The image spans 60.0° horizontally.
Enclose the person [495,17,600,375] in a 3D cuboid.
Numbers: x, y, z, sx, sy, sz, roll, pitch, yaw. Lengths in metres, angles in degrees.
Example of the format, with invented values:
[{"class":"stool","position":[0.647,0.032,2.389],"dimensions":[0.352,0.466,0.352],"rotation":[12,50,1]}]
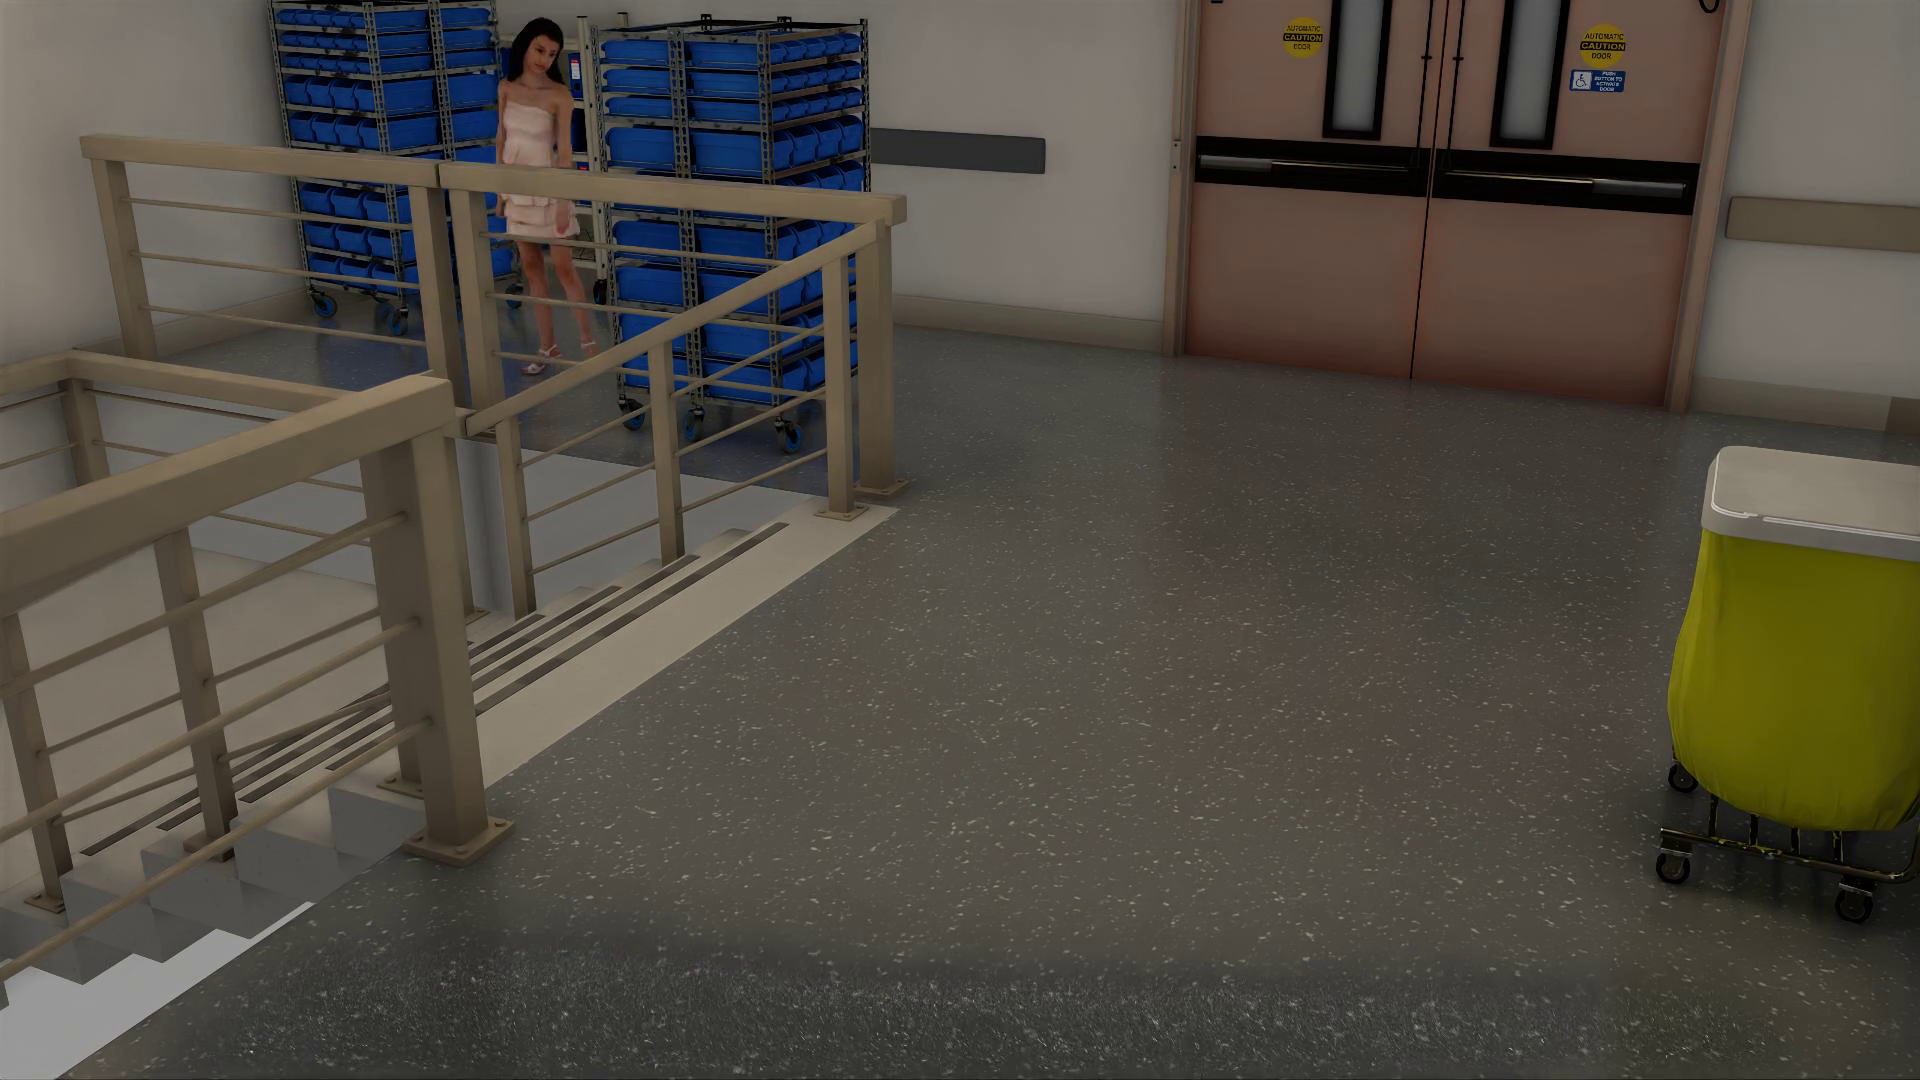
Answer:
[{"class":"person","position":[-2.063,-1.642,8.067],"dimensions":[0.497,1.718,0.702],"rotation":[18,27,39]}]
